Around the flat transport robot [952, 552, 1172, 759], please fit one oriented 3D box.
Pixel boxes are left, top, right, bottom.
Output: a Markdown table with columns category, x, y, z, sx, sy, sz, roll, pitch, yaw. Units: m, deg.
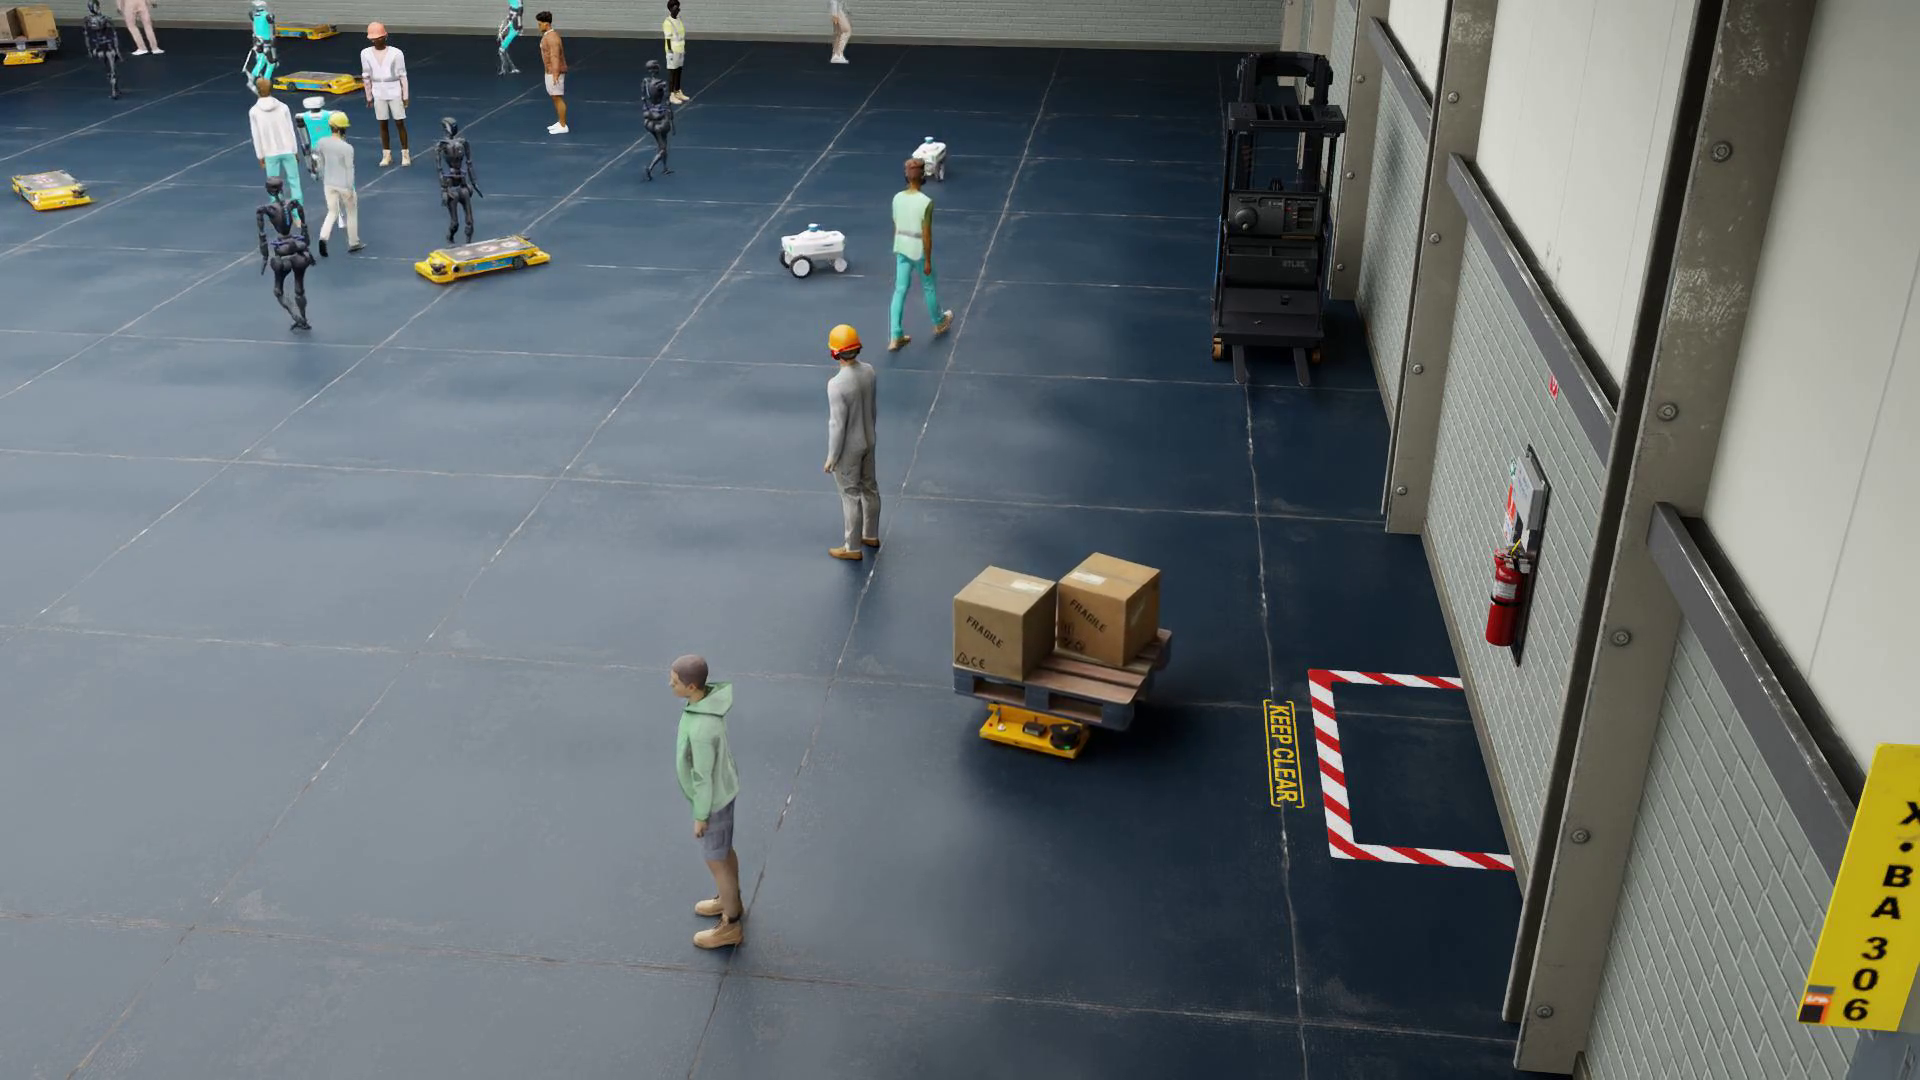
| category | x | y | z | sx | sy | sz | roll | pitch | yaw |
| --- | --- | --- | --- | --- | --- | --- | --- | --- | --- |
| flat transport robot | 0.706 | 0.978 | 11.187 | 0.659 | 0.231 | 1.431 | 11 | 29 | 21 |

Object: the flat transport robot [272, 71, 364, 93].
| category | x | y | z | sx | sy | sz | roll | pitch | yaw |
| --- | --- | --- | --- | --- | --- | --- | --- | --- | --- |
| flat transport robot | -11.244 | -8.015 | 29.139 | 1.431 | 0.231 | 0.659 | 8 | 28 | 16 |

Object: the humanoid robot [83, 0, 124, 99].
| category | x | y | z | sx | sy | sz | roll | pitch | yaw |
| --- | --- | --- | --- | --- | --- | --- | --- | --- | --- |
| humanoid robot | -14.537 | -8.316 | 28.196 | 0.613 | 1.626 | 0.729 | 1 | 27 | 1 |

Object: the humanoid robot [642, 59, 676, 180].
| category | x | y | z | sx | sy | sz | roll | pitch | yaw |
| --- | --- | --- | --- | --- | --- | --- | --- | --- | --- |
| humanoid robot | -4.317 | -5.925 | 23.423 | 0.593 | 1.636 | 0.683 | 18 | 32 | 32 |

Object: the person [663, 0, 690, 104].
| category | x | y | z | sx | sy | sz | roll | pitch | yaw |
| --- | --- | --- | --- | --- | --- | --- | --- | --- | --- |
| person | -4.770 | -8.211 | 27.931 | 0.317 | 1.697 | 0.539 | 8 | 28 | 15 |

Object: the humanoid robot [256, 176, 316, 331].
| category | x | y | z | sx | sy | sz | roll | pitch | yaw |
| --- | --- | --- | --- | --- | --- | --- | --- | --- | --- |
| humanoid robot | -7.113 | -3.035 | 17.622 | 0.376 | 1.642 | 0.589 | 21 | 33 | 35 |

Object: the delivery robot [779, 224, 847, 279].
| category | x | y | z | sx | sy | sz | roll | pitch | yaw |
| --- | --- | --- | --- | --- | --- | --- | --- | --- | --- |
| delivery robot | -1.752 | -3.417 | 19.662 | 0.803 | 0.614 | 0.499 | -10 | 28 | -20 |

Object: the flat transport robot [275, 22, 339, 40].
| category | x | y | z | sx | sy | sz | roll | pitch | yaw |
| --- | --- | --- | --- | --- | --- | --- | --- | --- | --- |
| flat transport robot | -13.435 | -10.346 | 33.792 | 1.431 | 0.231 | 0.659 | 7 | 27 | 14 |

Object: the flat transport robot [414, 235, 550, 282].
| category | x | y | z | sx | sy | sz | roll | pitch | yaw |
| --- | --- | --- | --- | --- | --- | --- | --- | --- | --- |
| flat transport robot | -5.695 | -3.357 | 19.839 | 1.431 | 0.231 | 0.659 | -19 | 32 | -33 |

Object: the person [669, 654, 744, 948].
| category | x | y | z | sx | sy | sz | roll | pitch | yaw |
| --- | --- | --- | --- | --- | --- | --- | --- | --- | --- |
| person | -1.318 | 1.367 | 8.778 | 0.318 | 1.735 | 0.478 | -3 | 27 | -6 |

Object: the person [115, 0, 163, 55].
| category | x | y | z | sx | sy | sz | roll | pitch | yaw |
| --- | --- | --- | --- | --- | --- | --- | --- | --- | --- |
| person | -15.765 | -10.250 | 31.810 | 0.407 | 1.888 | 0.766 | 20 | 33 | 34 |

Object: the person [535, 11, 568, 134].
| category | x | y | z | sx | sy | sz | roll | pitch | yaw |
| --- | --- | --- | --- | --- | --- | --- | --- | --- | --- |
| person | -6.336 | -7.312 | 25.982 | 0.416 | 1.841 | 0.799 | -10 | 28 | -20 |

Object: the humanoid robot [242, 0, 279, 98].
| category | x | y | z | sx | sy | sz | roll | pitch | yaw |
| --- | --- | --- | --- | --- | --- | --- | --- | --- | --- |
| humanoid robot | -11.485 | -7.852 | 27.210 | 0.542 | 1.831 | 0.664 | 15 | 30 | 27 |

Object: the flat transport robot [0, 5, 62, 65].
| category | x | y | z | sx | sy | sz | roll | pitch | yaw |
| --- | --- | --- | --- | --- | --- | --- | --- | --- | --- |
| flat transport robot | -17.758 | -9.270 | 31.645 | 0.659 | 0.231 | 1.431 | -10 | 28 | -20 |

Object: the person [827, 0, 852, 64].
| category | x | y | z | sx | sy | sz | roll | pitch | yaw |
| --- | --- | --- | --- | --- | --- | --- | --- | --- | --- |
| person | -2.222 | -9.815 | 30.957 | 0.525 | 1.859 | 0.524 | 0 | 27 | -1 |

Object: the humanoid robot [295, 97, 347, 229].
| category | x | y | z | sx | sy | sz | roll | pitch | yaw |
| --- | --- | --- | --- | --- | --- | --- | --- | --- | --- |
| humanoid robot | -7.944 | -4.724 | 20.973 | 0.536 | 1.794 | 0.803 | -5 | 27 | -10 |

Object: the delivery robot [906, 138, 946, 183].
| category | x | y | z | sx | sy | sz | roll | pitch | yaw |
| --- | --- | --- | --- | --- | --- | --- | --- | --- | --- |
| delivery robot | -0.443 | -5.390 | 23.590 | 0.499 | 0.605 | 0.799 | 6 | 27 | 12 |

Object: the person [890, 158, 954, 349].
| category | x | y | z | sx | sy | sz | roll | pitch | yaw |
| --- | --- | --- | --- | --- | --- | --- | --- | --- | --- |
| person | -0.438 | -3.003 | 17.280 | 0.504 | 1.931 | 1.005 | 15 | 30 | 28 |

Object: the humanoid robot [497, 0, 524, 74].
| category | x | y | z | sx | sy | sz | roll | pitch | yaw |
| --- | --- | --- | --- | --- | --- | --- | --- | --- | --- |
| humanoid robot | -8.182 | -9.251 | 30.090 | 0.761 | 1.883 | 0.545 | -16 | 31 | -29 |

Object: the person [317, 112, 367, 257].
| category | x | y | z | sx | sy | sz | roll | pitch | yaw |
| --- | --- | --- | --- | --- | --- | --- | --- | --- | --- |
| person | -7.491 | -4.256 | 19.992 | 0.542 | 1.728 | 0.709 | 7 | 27 | 13 |

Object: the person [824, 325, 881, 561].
| category | x | y | z | sx | sy | sz | roll | pitch | yaw |
| --- | --- | --- | --- | --- | --- | --- | --- | --- | --- |
| person | -0.840 | -0.745 | 12.817 | 0.376 | 1.893 | 0.572 | 17 | 31 | 30 |

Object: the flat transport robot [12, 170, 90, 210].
| category | x | y | z | sx | sy | sz | roll | pitch | yaw |
| --- | --- | --- | --- | --- | --- | --- | --- | --- | --- |
| flat transport robot | -12.399 | -4.770 | 22.661 | 0.659 | 0.231 | 1.431 | -20 | 33 | -34 |

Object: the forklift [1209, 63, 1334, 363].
| category | x | y | z | sx | sy | sz | roll | pitch | yaw |
| --- | --- | --- | --- | --- | --- | --- | --- | --- | --- |
| forklift | 3.241 | -3.477 | 17.183 | 1.129 | 2.768 | 1.873 | 3 | 27 | 6 |

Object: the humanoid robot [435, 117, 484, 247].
| category | x | y | z | sx | sy | sz | roll | pitch | yaw |
| --- | --- | --- | --- | --- | --- | --- | --- | --- | --- |
| humanoid robot | -6.123 | -4.292 | 20.163 | 0.509 | 1.640 | 0.601 | 16 | 31 | 29 |

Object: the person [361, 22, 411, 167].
| category | x | y | z | sx | sy | sz | roll | pitch | yaw |
| --- | --- | --- | --- | --- | --- | --- | --- | --- | --- |
| person | -8.250 | -6.401 | 23.939 | 0.614 | 2.041 | 0.375 | -2 | 27 | -4 |

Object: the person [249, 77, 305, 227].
| category | x | y | z | sx | sy | sz | roll | pitch | yaw |
| --- | --- | --- | --- | --- | --- | --- | --- | --- | --- |
| person | -8.663 | -4.896 | 21.092 | 0.508 | 1.896 | 0.409 | -12 | 29 | -23 |
